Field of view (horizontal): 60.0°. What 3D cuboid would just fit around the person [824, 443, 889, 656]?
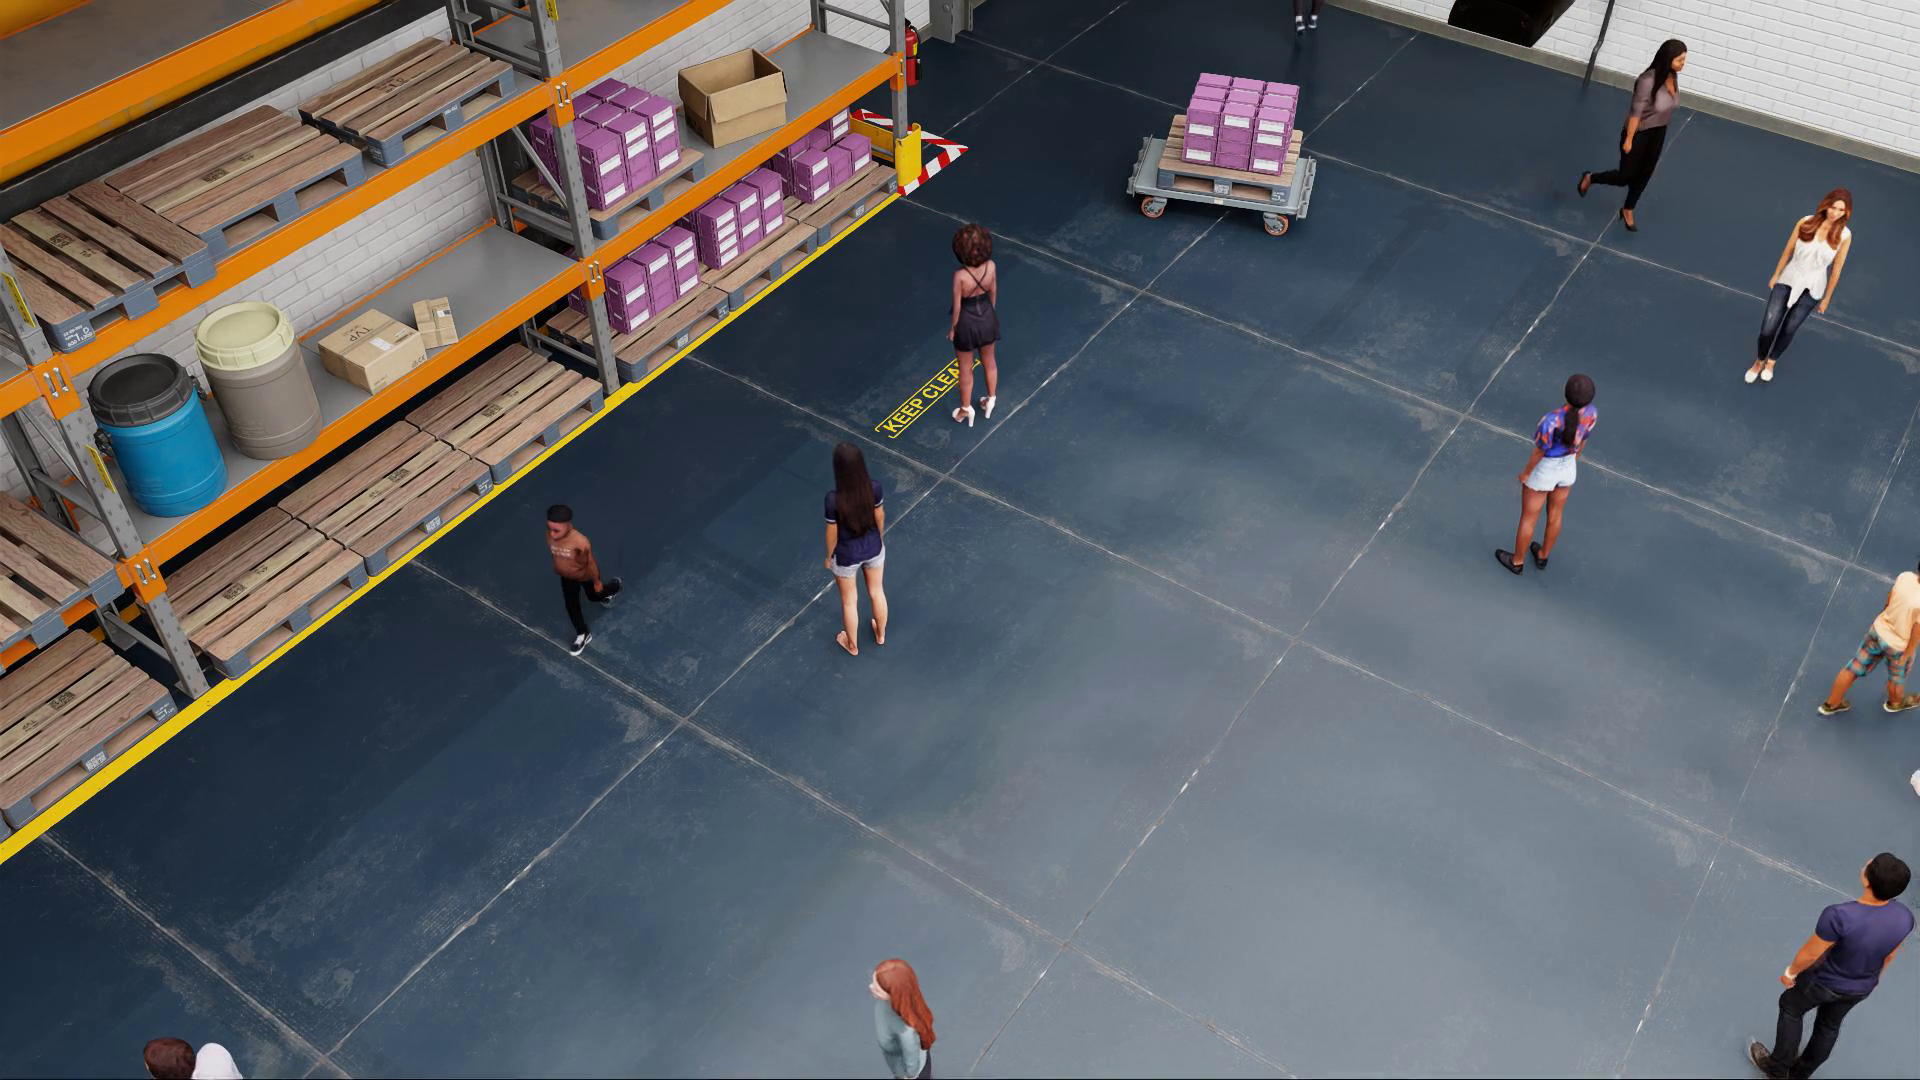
[{"bbox_3d":[-0.680,0.077,10.967,0.618,1.766,0.719,-18,46,-18],"label":"person"}]

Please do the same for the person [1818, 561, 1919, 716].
[{"bbox_3d":[5.890,0.637,10.618,0.975,1.436,0.872,-12,45,-12],"label":"person"}]

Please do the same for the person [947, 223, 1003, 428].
[{"bbox_3d":[0.112,-1.637,12.750,0.598,1.789,0.705,-22,48,-22],"label":"person"}]

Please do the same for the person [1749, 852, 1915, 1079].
[{"bbox_3d":[4.565,2.288,8.637,0.762,1.779,0.790,0,44,0],"label":"person"}]

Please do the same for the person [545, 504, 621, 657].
[{"bbox_3d":[-2.540,0.182,11.248,0.646,1.228,0.902,17,46,17],"label":"person"}]

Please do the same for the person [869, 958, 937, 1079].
[{"bbox_3d":[-0.276,2.605,8.331,0.723,1.743,0.660,-6,44,-6],"label":"person"}]

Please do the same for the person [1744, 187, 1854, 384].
[{"bbox_3d":[6.675,-2.045,13.192,0.633,1.771,0.629,22,48,21],"label":"person"}]

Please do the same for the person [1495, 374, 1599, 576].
[{"bbox_3d":[4.110,-0.462,11.552,0.646,1.741,0.725,-11,45,-11],"label":"person"}]

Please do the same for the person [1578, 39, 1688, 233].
[{"bbox_3d":[5.990,-3.620,14.807,0.949,1.824,0.928,-22,48,-22],"label":"person"}]

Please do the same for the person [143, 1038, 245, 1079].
[{"bbox_3d":[-3.484,2.906,7.937,0.821,1.850,0.708,1,44,1],"label":"person"}]
